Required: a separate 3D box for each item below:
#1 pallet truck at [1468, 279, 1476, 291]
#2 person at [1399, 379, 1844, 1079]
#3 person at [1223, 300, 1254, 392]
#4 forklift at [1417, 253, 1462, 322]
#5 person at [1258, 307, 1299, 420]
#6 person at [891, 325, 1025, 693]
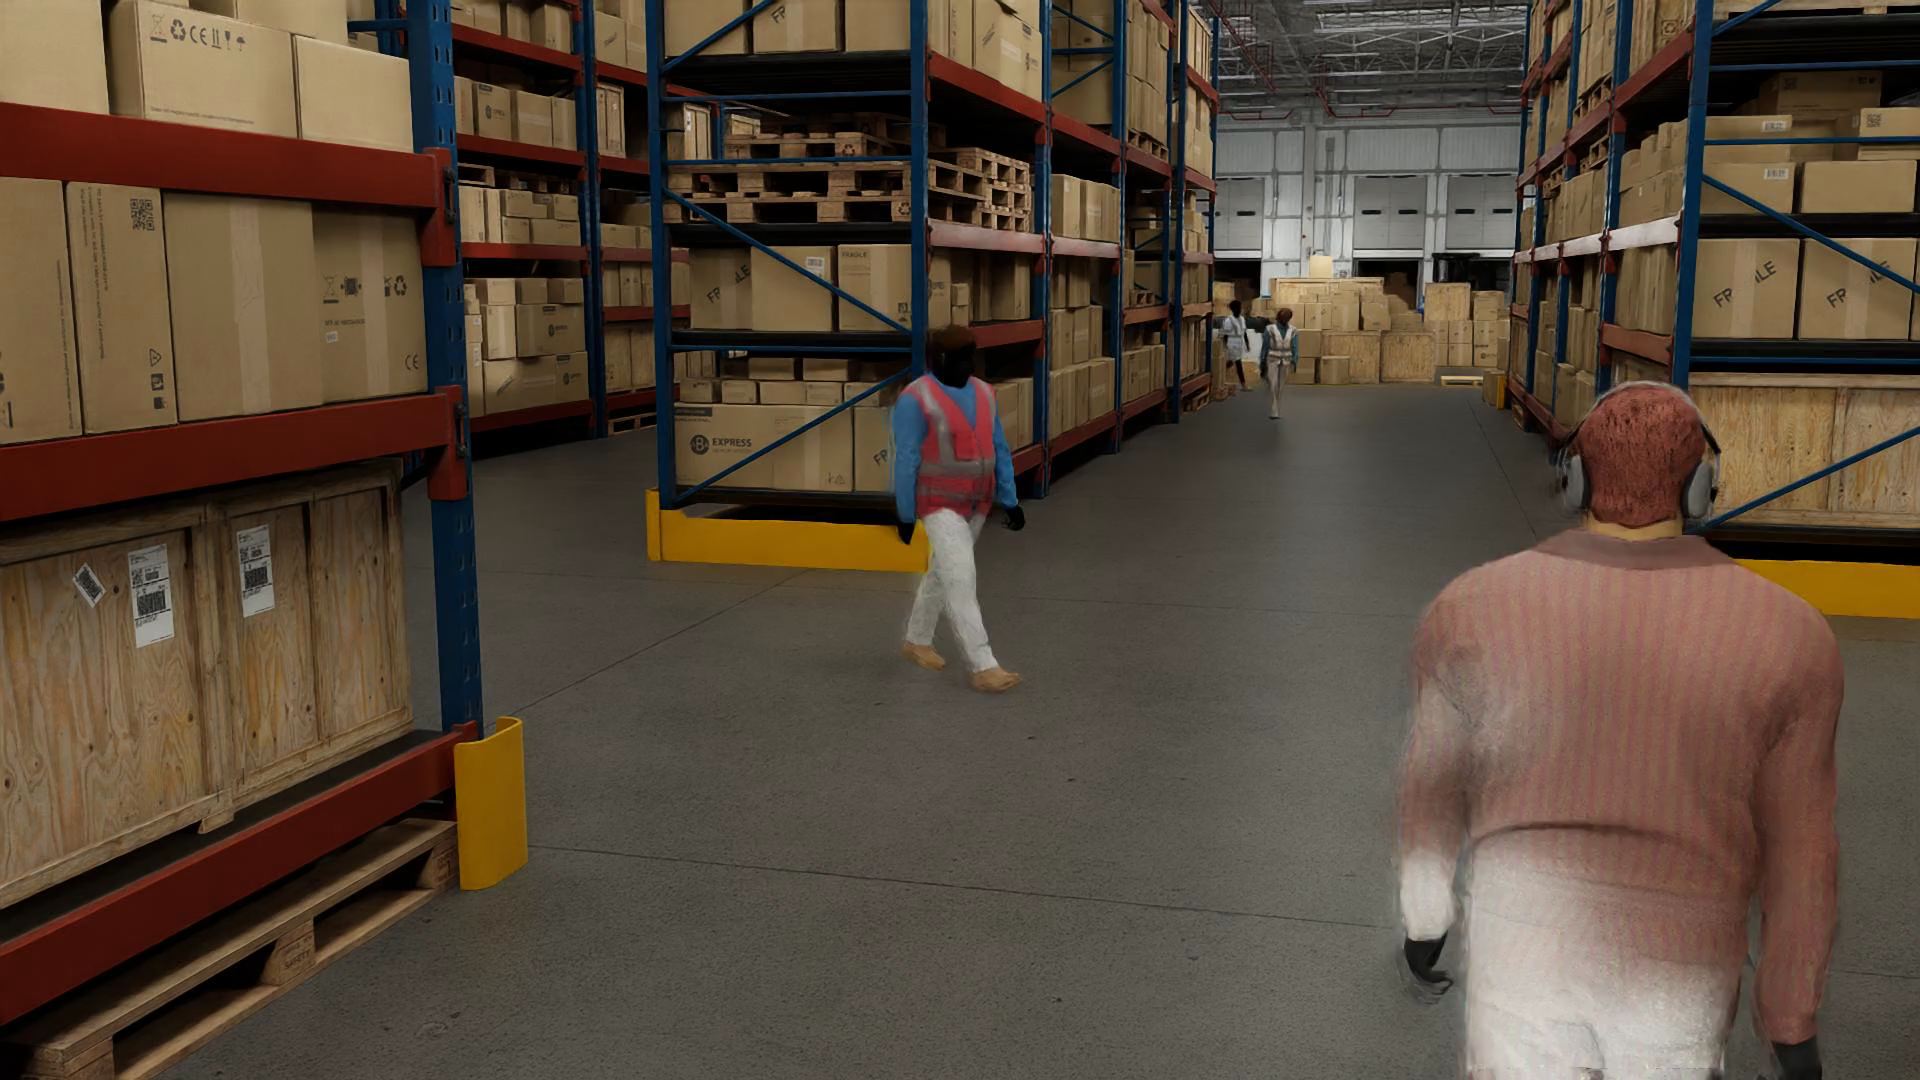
[{"bbox_3d":[18.896,-8.459,60.307,1.885,1.965,0.823,5,10,31],"label":"pallet truck"},{"bbox_3d":[1.048,0.671,2.736,0.672,1.869,0.973,4,10,23],"label":"person"},{"bbox_3d":[4.890,-3.496,29.877,0.881,1.645,0.579,9,12,44],"label":"person"},{"bbox_3d":[15.323,-7.665,52.470,1.129,2.768,1.873,-2,9,-14],"label":"forklift"},{"bbox_3d":[4.560,-2.497,23.666,0.547,1.596,0.799,-2,9,-11],"label":"person"},{"bbox_3d":[-0.017,-0.173,8.327,0.955,1.799,0.633,9,12,44],"label":"person"}]
